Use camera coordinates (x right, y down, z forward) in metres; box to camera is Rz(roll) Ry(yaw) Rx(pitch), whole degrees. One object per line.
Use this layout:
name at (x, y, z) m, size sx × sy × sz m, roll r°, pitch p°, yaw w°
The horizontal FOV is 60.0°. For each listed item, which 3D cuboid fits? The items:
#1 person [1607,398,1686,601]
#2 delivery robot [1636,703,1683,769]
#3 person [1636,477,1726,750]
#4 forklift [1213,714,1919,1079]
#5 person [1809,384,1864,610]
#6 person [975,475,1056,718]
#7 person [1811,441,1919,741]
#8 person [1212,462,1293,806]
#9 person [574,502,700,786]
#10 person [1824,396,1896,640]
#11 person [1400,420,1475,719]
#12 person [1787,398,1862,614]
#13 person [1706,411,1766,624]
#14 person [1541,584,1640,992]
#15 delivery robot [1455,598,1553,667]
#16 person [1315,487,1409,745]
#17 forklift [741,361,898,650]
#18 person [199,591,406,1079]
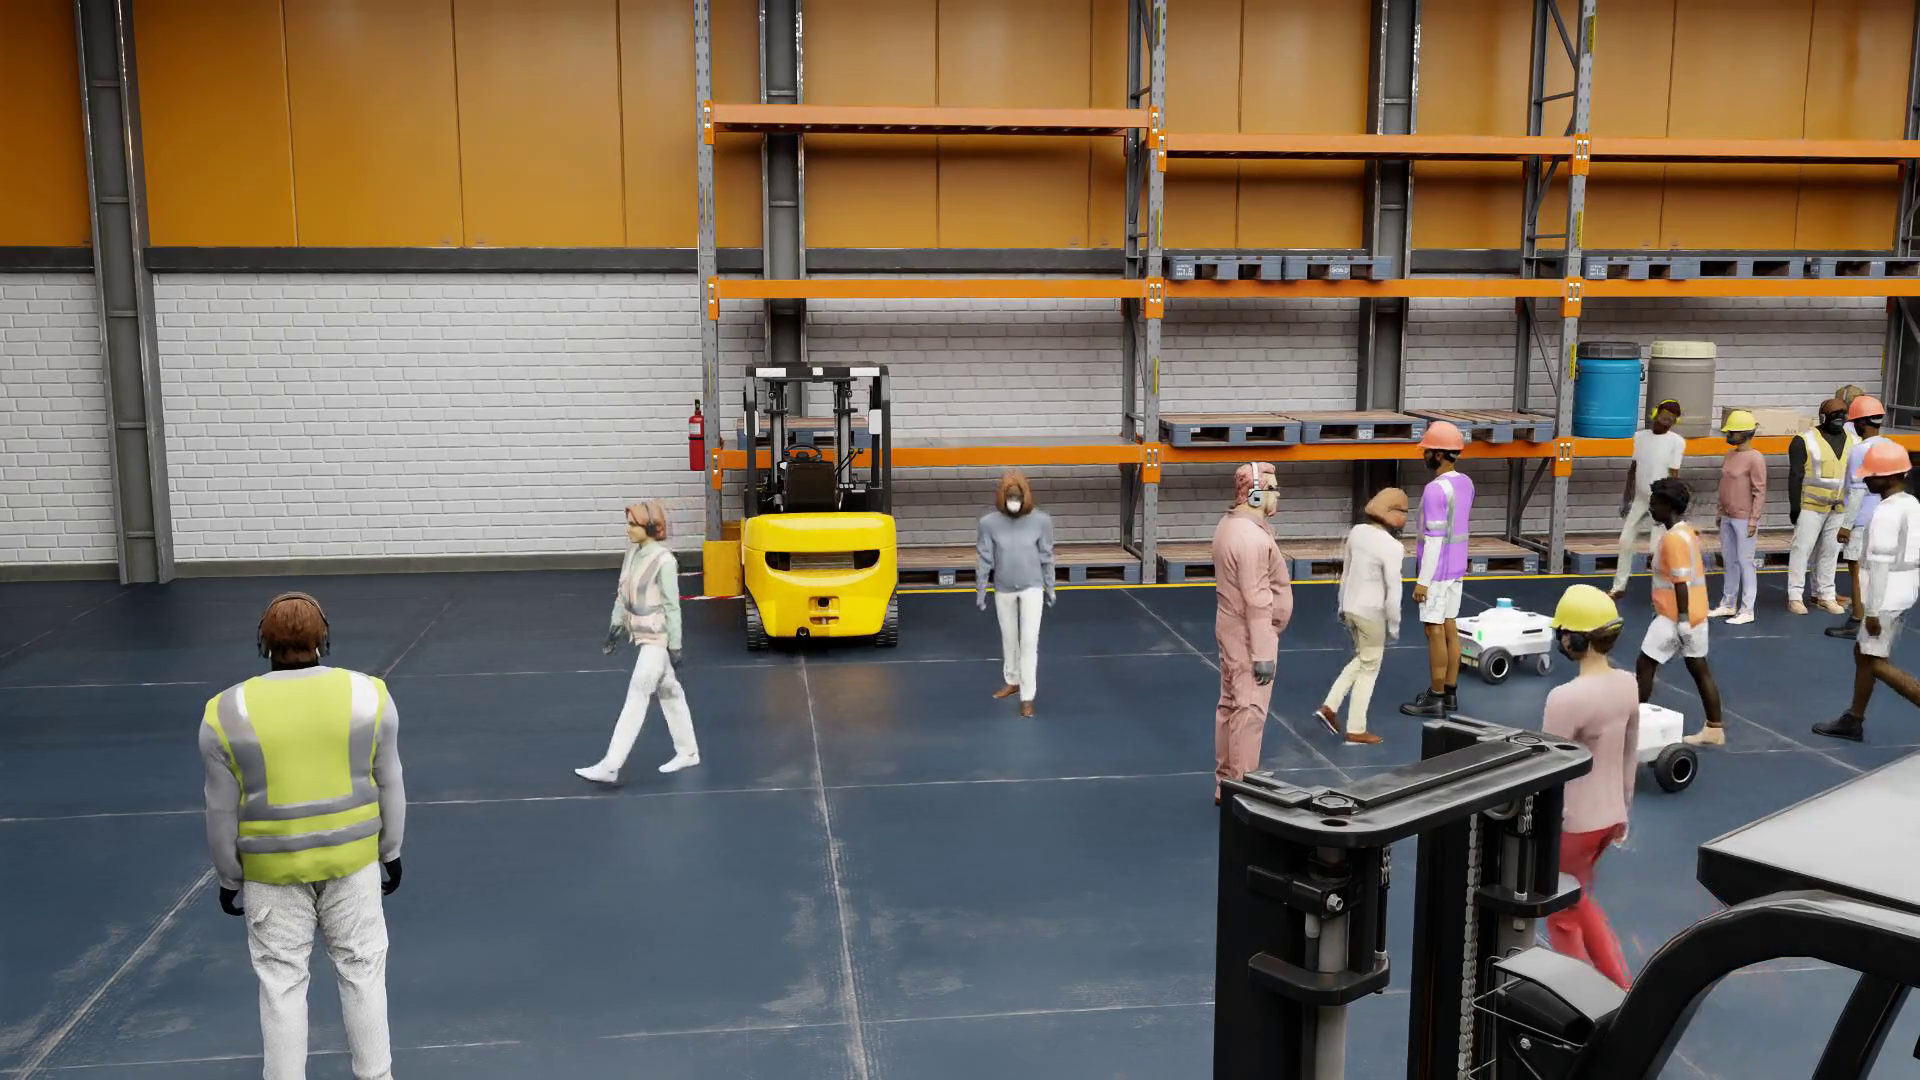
person at (6.017, -0.333, 14.492) m, size 0.535 × 1.829 × 0.582 m, roll -5°, pitch 10°, yaw -26°
delivery robot at (3.691, 1.077, 9.328) m, size 0.707 × 0.478 × 0.477 m, roll -4°, pitch 10°, yaw -22°
person at (4.285, 0.447, 10.127) m, size 0.850 × 1.647 × 0.548 m, roll 5°, pitch 11°, yaw 30°
forklift at (1.441, 1.425, 2.350) m, size 1.214 × 2.155 × 2.313 m, roll -7°, pitch 12°, yaw -39°
person at (7.591, -0.376, 14.387) m, size 0.378 × 1.940 × 0.629 m, roll 7°, pitch 11°, yaw 36°
person at (0.364, 0.340, 11.051) m, size 0.521 × 1.577 × 0.726 m, roll 1°, pitch 9°, yaw 9°
person at (5.619, 0.355, 9.975) m, size 0.539 × 1.903 × 0.826 m, roll -8°, pitch 12°, yaw -42°
person at (1.545, 0.538, 8.783) m, size 0.410 × 1.909 × 0.643 m, roll -1°, pitch 9°, yaw -5°
person at (-1.844, 0.588, 9.421) m, size 0.855 × 1.599 × 0.521 m, roll -6°, pitch 11°, yaw -31°
person at (7.122, -0.171, 13.141) m, size 0.542 × 1.927 × 0.374 m, roll -6°, pitch 11°, yaw -33°
person at (3.112, 0.192, 10.833) m, size 0.349 × 1.942 × 0.545 m, roll 7°, pitch 11°, yaw 37°
person at (7.341, -0.284, 14.114) m, size 0.624 × 1.845 × 0.430 m, roll 0°, pitch 9°, yaw -3°
person at (6.416, -0.187, 13.746) m, size 0.318 × 1.765 × 0.533 m, roll -1°, pitch 9°, yaw -7°
person at (2.274, 1.032, 6.176) m, size 0.533 × 1.754 × 0.351 m, roll -8°, pitch 12°, yaw -41°
delivery robot at (3.891, 0.662, 11.922) m, size 0.707 × 0.478 × 0.477 m, roll -4°, pitch 10°, yaw -23°
person at (2.493, 0.472, 10.123) m, size 0.412 × 1.606 × 0.541 m, roll -3°, pitch 10°, yaw -19°
forklift at (-1.154, -0.340, 13.365) m, size 1.214 × 2.155 × 2.313 m, roll -1°, pitch 9°, yaw -7°
person at (-2.187, 1.081, 5.596) m, size 0.627 × 1.844 × 0.429 m, roll -5°, pitch 10°, yaw -27°
